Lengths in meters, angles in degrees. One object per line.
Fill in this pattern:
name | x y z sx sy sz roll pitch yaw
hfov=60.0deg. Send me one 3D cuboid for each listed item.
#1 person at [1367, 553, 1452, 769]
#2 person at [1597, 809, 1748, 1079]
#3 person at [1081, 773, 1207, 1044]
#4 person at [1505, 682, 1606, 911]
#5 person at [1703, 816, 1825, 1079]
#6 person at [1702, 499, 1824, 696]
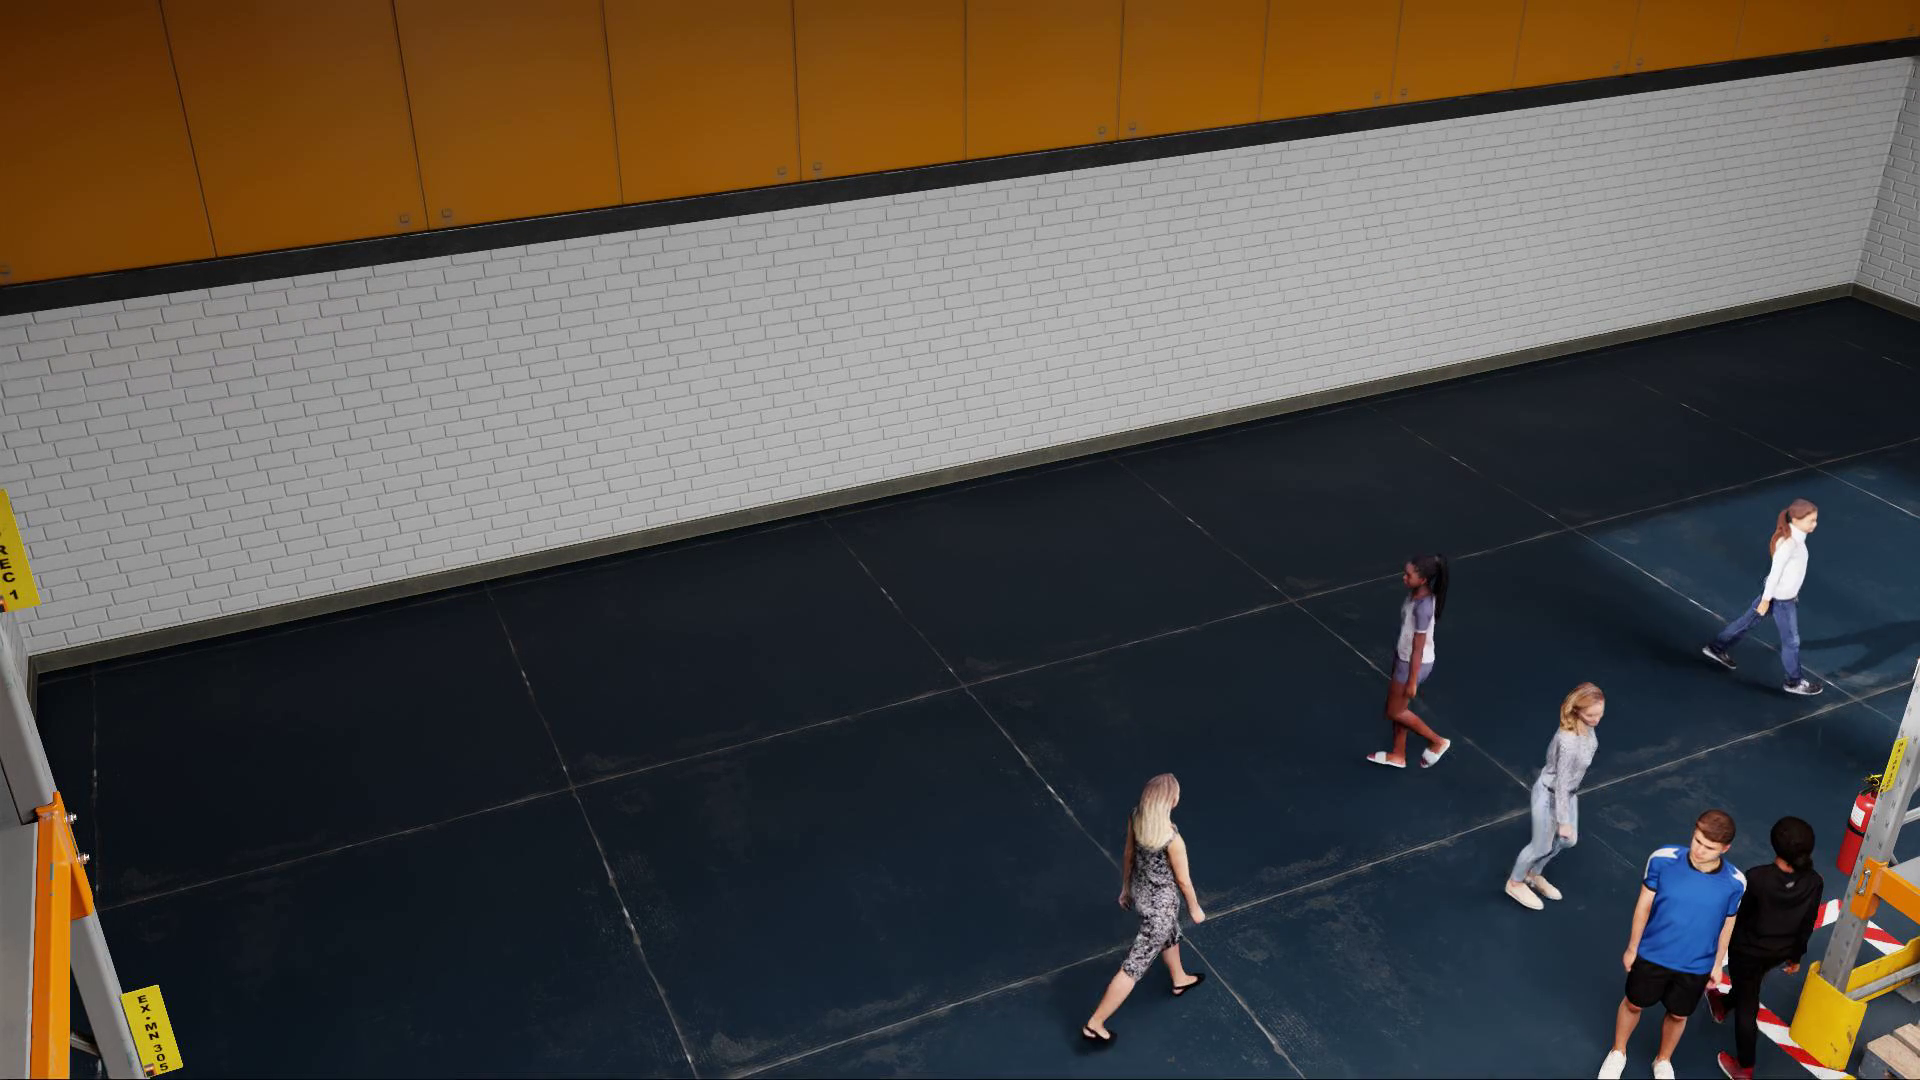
person | 3.152 0.870 11.287 0.888 1.714 0.845 6 29 10
person | 3.777 2.155 8.771 0.742 1.867 0.805 10 30 18
person | 0.981 2.067 9.151 0.693 1.658 1.105 -15 32 -26
person | 3.551 1.535 10.023 0.771 1.756 0.751 13 31 22
person | 4.297 2.237 8.857 0.823 1.642 1.055 -2 29 -3
person | 6.005 0.384 12.387 1.152 1.513 0.880 20 35 32
